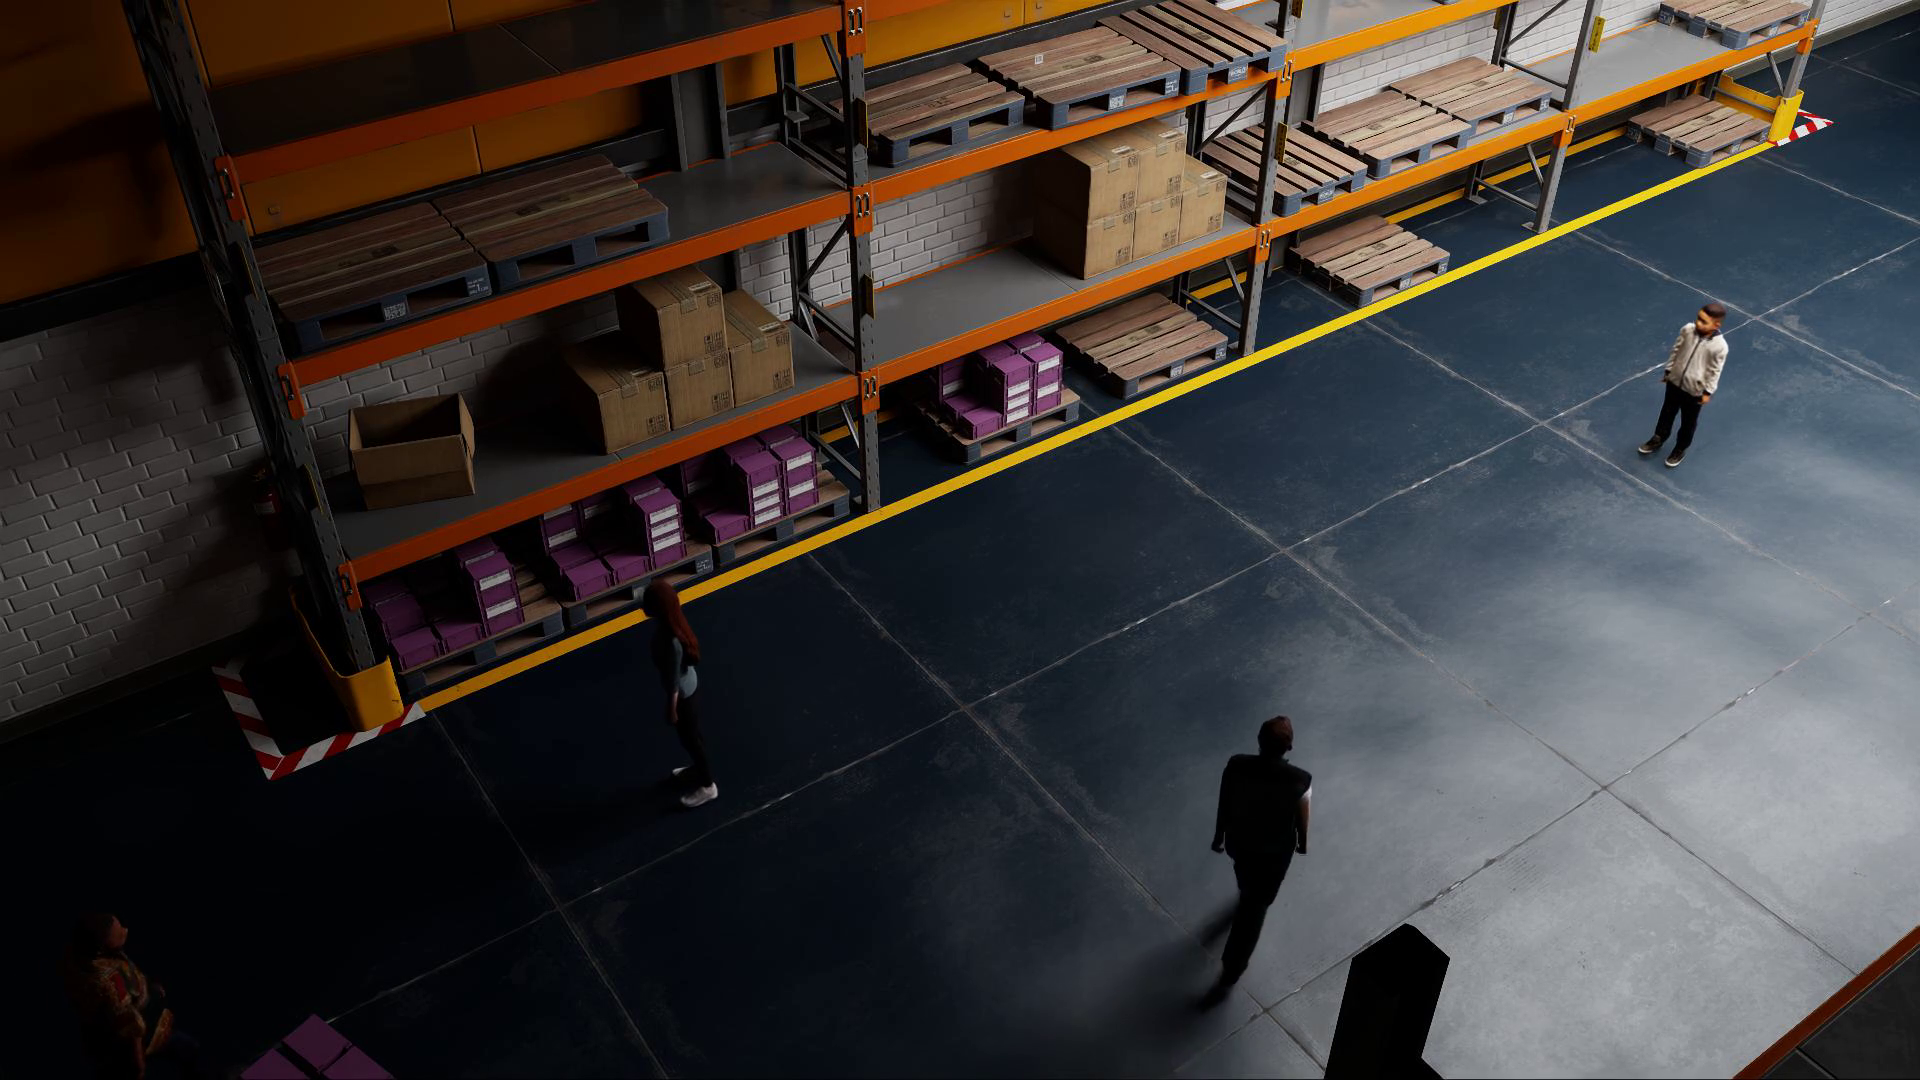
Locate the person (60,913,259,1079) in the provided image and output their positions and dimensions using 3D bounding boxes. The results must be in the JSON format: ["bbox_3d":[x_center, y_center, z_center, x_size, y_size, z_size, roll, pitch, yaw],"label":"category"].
[{"bbox_3d":[-4.251,2.526,8.300,0.943,1.760,1.306,24,44,27],"label":"person"}]

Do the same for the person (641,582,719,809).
[{"bbox_3d":[-1.723,0.949,10.291,0.638,1.739,0.642,-8,39,-10],"label":"person"}]

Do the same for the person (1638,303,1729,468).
[{"bbox_3d":[5.845,-1.272,13.304,0.524,1.450,0.588,-26,46,-29],"label":"person"}]

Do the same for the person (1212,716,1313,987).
[{"bbox_3d":[1.653,1.727,9.270,1.067,1.798,1.261,15,41,18],"label":"person"}]
